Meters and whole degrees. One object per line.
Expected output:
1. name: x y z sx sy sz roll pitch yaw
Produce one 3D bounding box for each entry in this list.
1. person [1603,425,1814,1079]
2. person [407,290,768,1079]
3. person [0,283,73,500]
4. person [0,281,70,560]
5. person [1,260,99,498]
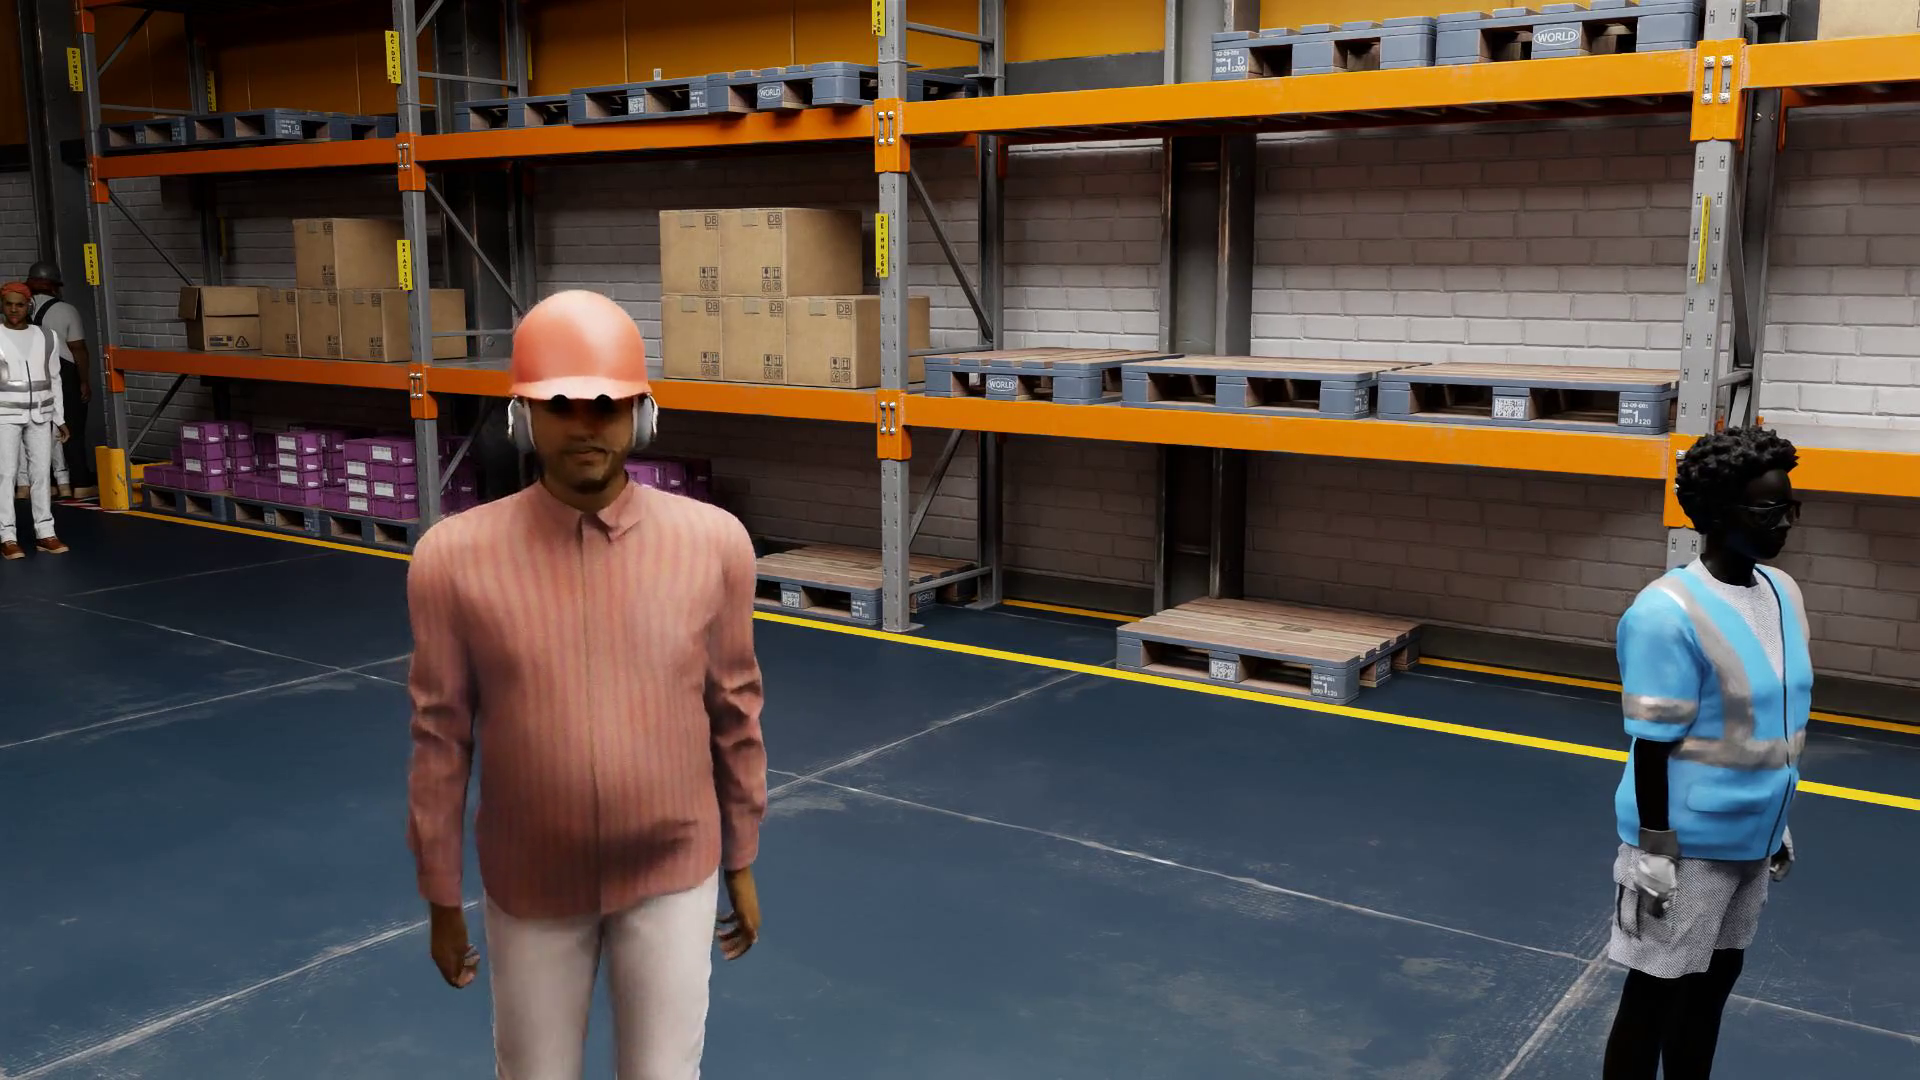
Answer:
1. person: 1.549 0.608 3.444 0.537 1.696 0.318 -7 12 -37
2. person: -0.663 0.542 2.994 0.617 1.978 0.754 -3 10 -17
3. person: -7.863 -1.268 14.194 0.624 1.841 0.430 -5 11 -26
4. person: -6.410 -0.819 11.385 0.362 1.883 0.575 7 12 36
5. person: -7.732 -1.373 14.214 0.679 2.000 0.537 0 10 1
